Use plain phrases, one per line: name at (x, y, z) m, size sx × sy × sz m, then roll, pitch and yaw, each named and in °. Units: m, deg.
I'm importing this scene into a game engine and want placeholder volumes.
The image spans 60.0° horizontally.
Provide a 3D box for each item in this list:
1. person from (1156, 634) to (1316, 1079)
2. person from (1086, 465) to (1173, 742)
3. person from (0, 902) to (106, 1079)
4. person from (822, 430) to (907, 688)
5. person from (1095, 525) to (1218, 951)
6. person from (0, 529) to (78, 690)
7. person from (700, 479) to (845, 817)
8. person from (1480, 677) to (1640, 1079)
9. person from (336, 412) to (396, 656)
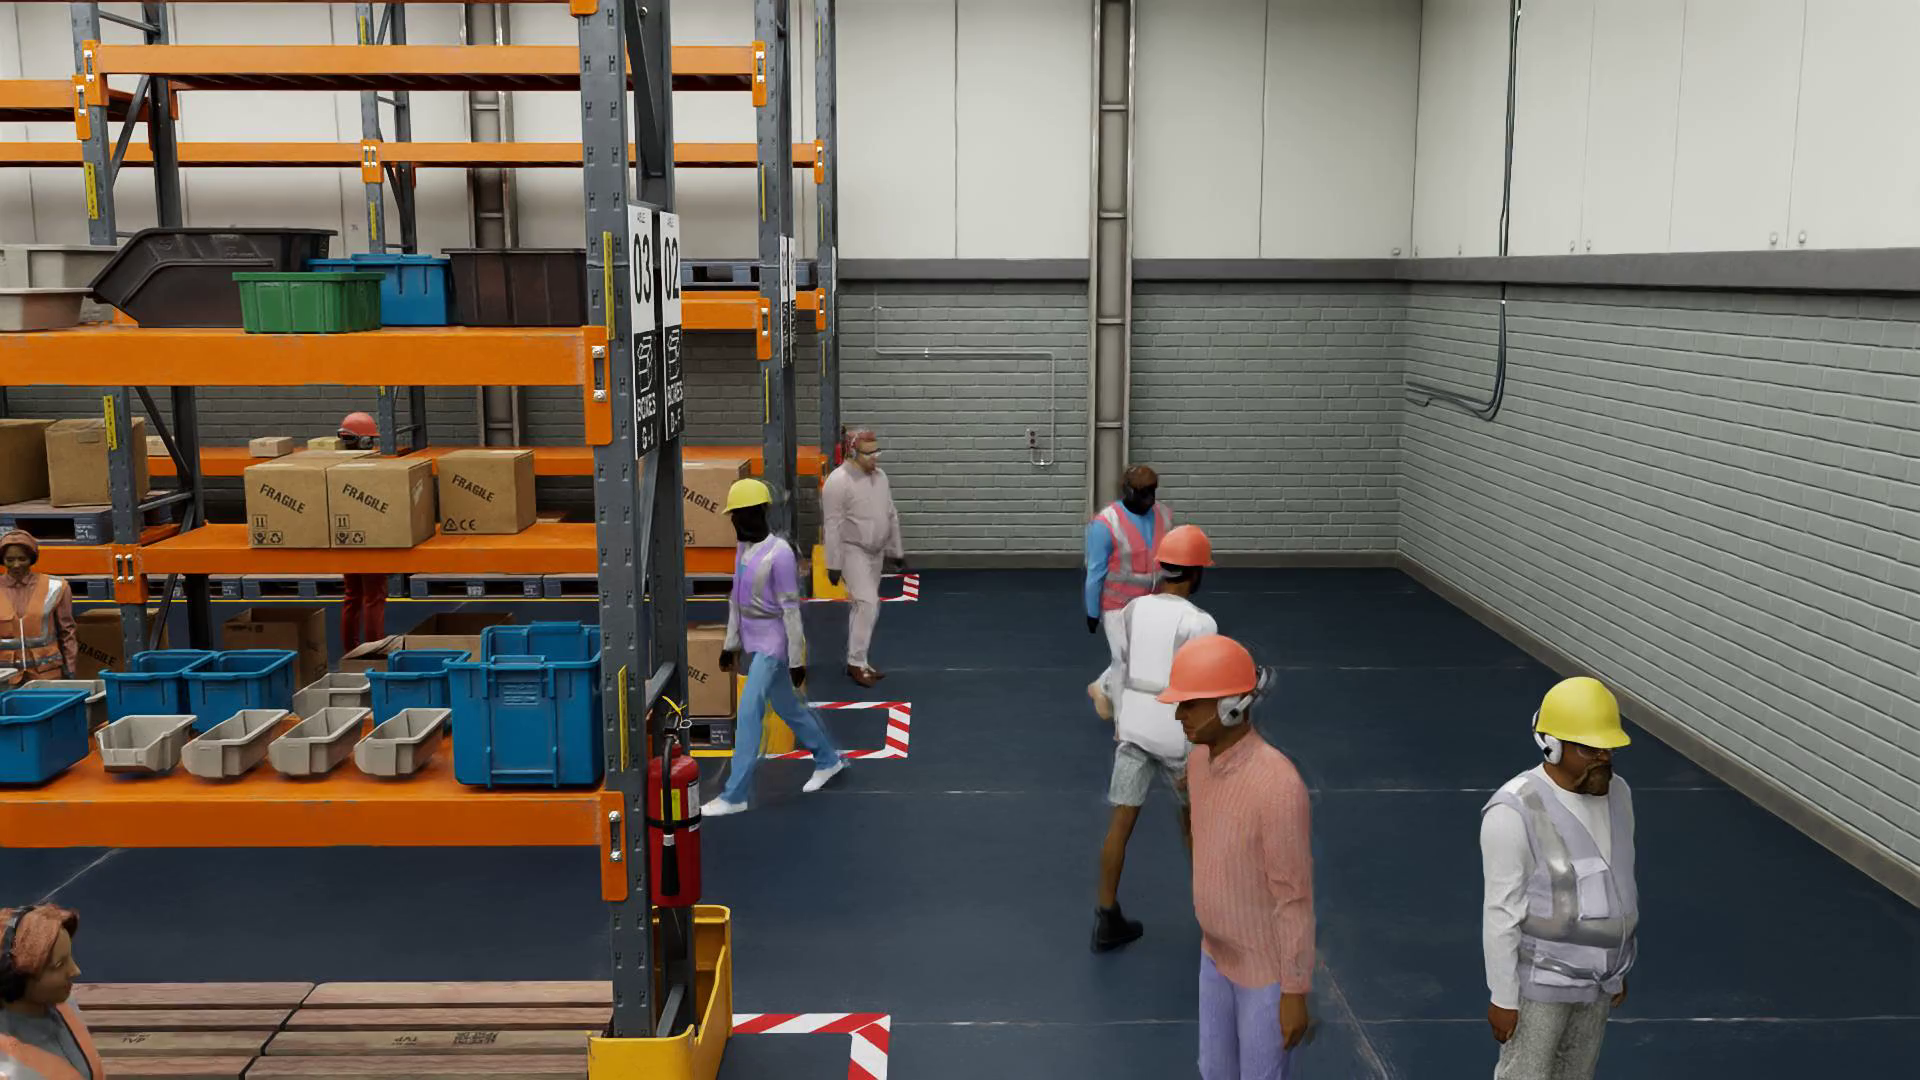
person at (0.927, 1.244, 5.052) m, size 0.688 × 1.963 × 0.641 m, roll -3°, pitch 10°, yaw -20°
person at (1.039, 0.392, 10.741) m, size 0.645 × 1.817 × 0.678 m, roll -6°, pitch 11°, yaw -34°
person at (-2.167, 1.609, 3.858) m, size 0.794 × 1.610 × 0.510 m, roll -3°, pitch 10°, yaw -17°
person at (-0.679, 0.131, 12.139) m, size 0.541 × 1.876 × 0.692 m, roll 5°, pitch 11°, yaw 29°
person at (0.941, 0.874, 7.575) m, size 0.552 × 1.875 × 0.956 m, roll 8°, pitch 13°, yaw 42°
person at (-5.072, 0.753, 9.038) m, size 0.514 × 1.640 × 0.310 m, roll -5°, pitch 10°, yaw -28°
person at (-1.073, 0.578, 9.452) m, size 0.980 × 1.870 × 0.588 m, roll -5°, pitch 10°, yaw -27°
person at (1.834, 1.305, 5.058) m, size 0.602 × 1.830 × 0.404 m, roll -6°, pitch 11°, yaw -33°
person at (-4.396, 0.052, 12.249) m, size 0.621 × 1.991 × 0.386 m, roll 6°, pitch 11°, yaw 33°
